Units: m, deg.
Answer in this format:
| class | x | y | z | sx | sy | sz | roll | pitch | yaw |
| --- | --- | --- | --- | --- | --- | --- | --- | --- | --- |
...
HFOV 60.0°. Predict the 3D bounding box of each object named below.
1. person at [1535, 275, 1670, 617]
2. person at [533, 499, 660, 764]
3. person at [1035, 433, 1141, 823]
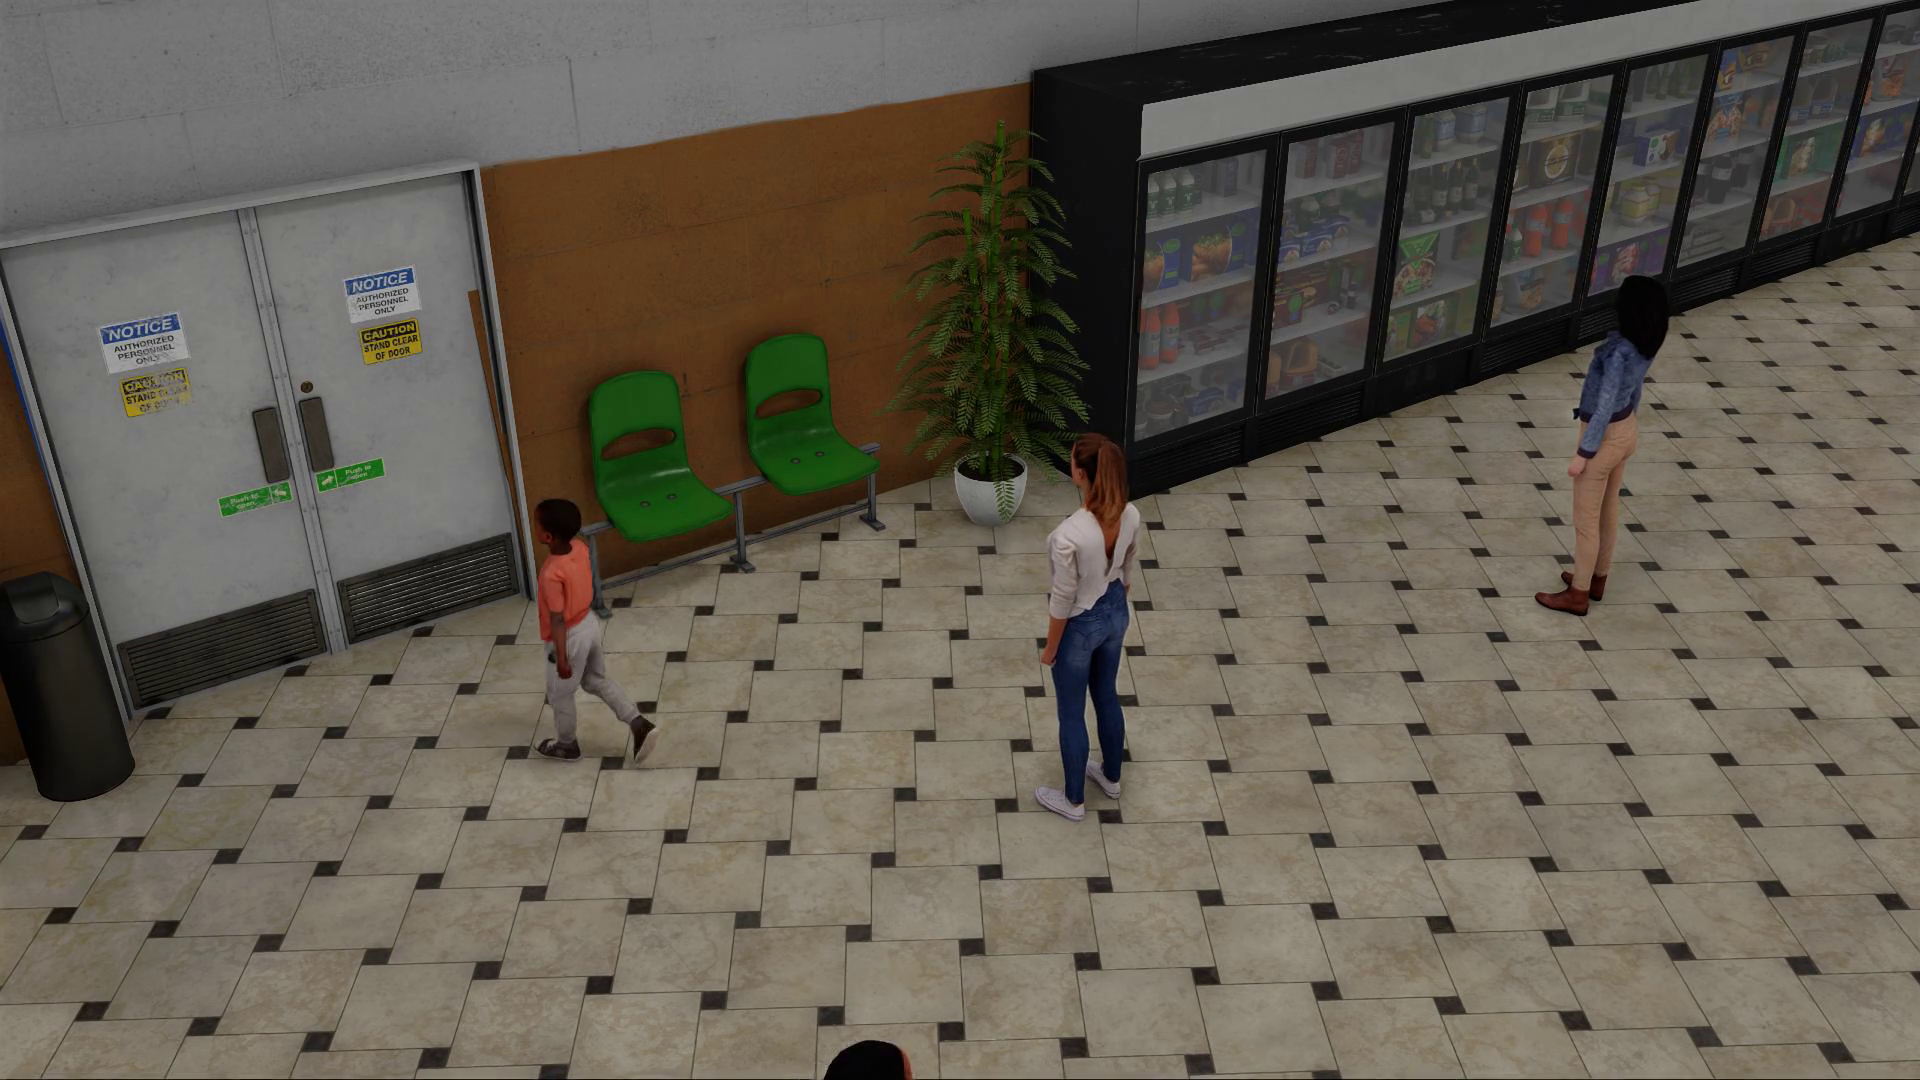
| class | x | y | z | sx | sy | sz | roll | pitch | yaw |
| --- | --- | --- | --- | --- | --- | --- | --- | --- | --- |
| person | 3.177 | -0.457 | 8.168 | 0.636 | 1.774 | 0.620 | -25 | 37 | -38 |
| person | -1.590 | 0.415 | 7.072 | 0.898 | 1.295 | 0.756 | 10 | 30 | 18 |
| person | 0.526 | 0.358 | 6.730 | 0.631 | 1.722 | 0.546 | -23 | 36 | -35 |
